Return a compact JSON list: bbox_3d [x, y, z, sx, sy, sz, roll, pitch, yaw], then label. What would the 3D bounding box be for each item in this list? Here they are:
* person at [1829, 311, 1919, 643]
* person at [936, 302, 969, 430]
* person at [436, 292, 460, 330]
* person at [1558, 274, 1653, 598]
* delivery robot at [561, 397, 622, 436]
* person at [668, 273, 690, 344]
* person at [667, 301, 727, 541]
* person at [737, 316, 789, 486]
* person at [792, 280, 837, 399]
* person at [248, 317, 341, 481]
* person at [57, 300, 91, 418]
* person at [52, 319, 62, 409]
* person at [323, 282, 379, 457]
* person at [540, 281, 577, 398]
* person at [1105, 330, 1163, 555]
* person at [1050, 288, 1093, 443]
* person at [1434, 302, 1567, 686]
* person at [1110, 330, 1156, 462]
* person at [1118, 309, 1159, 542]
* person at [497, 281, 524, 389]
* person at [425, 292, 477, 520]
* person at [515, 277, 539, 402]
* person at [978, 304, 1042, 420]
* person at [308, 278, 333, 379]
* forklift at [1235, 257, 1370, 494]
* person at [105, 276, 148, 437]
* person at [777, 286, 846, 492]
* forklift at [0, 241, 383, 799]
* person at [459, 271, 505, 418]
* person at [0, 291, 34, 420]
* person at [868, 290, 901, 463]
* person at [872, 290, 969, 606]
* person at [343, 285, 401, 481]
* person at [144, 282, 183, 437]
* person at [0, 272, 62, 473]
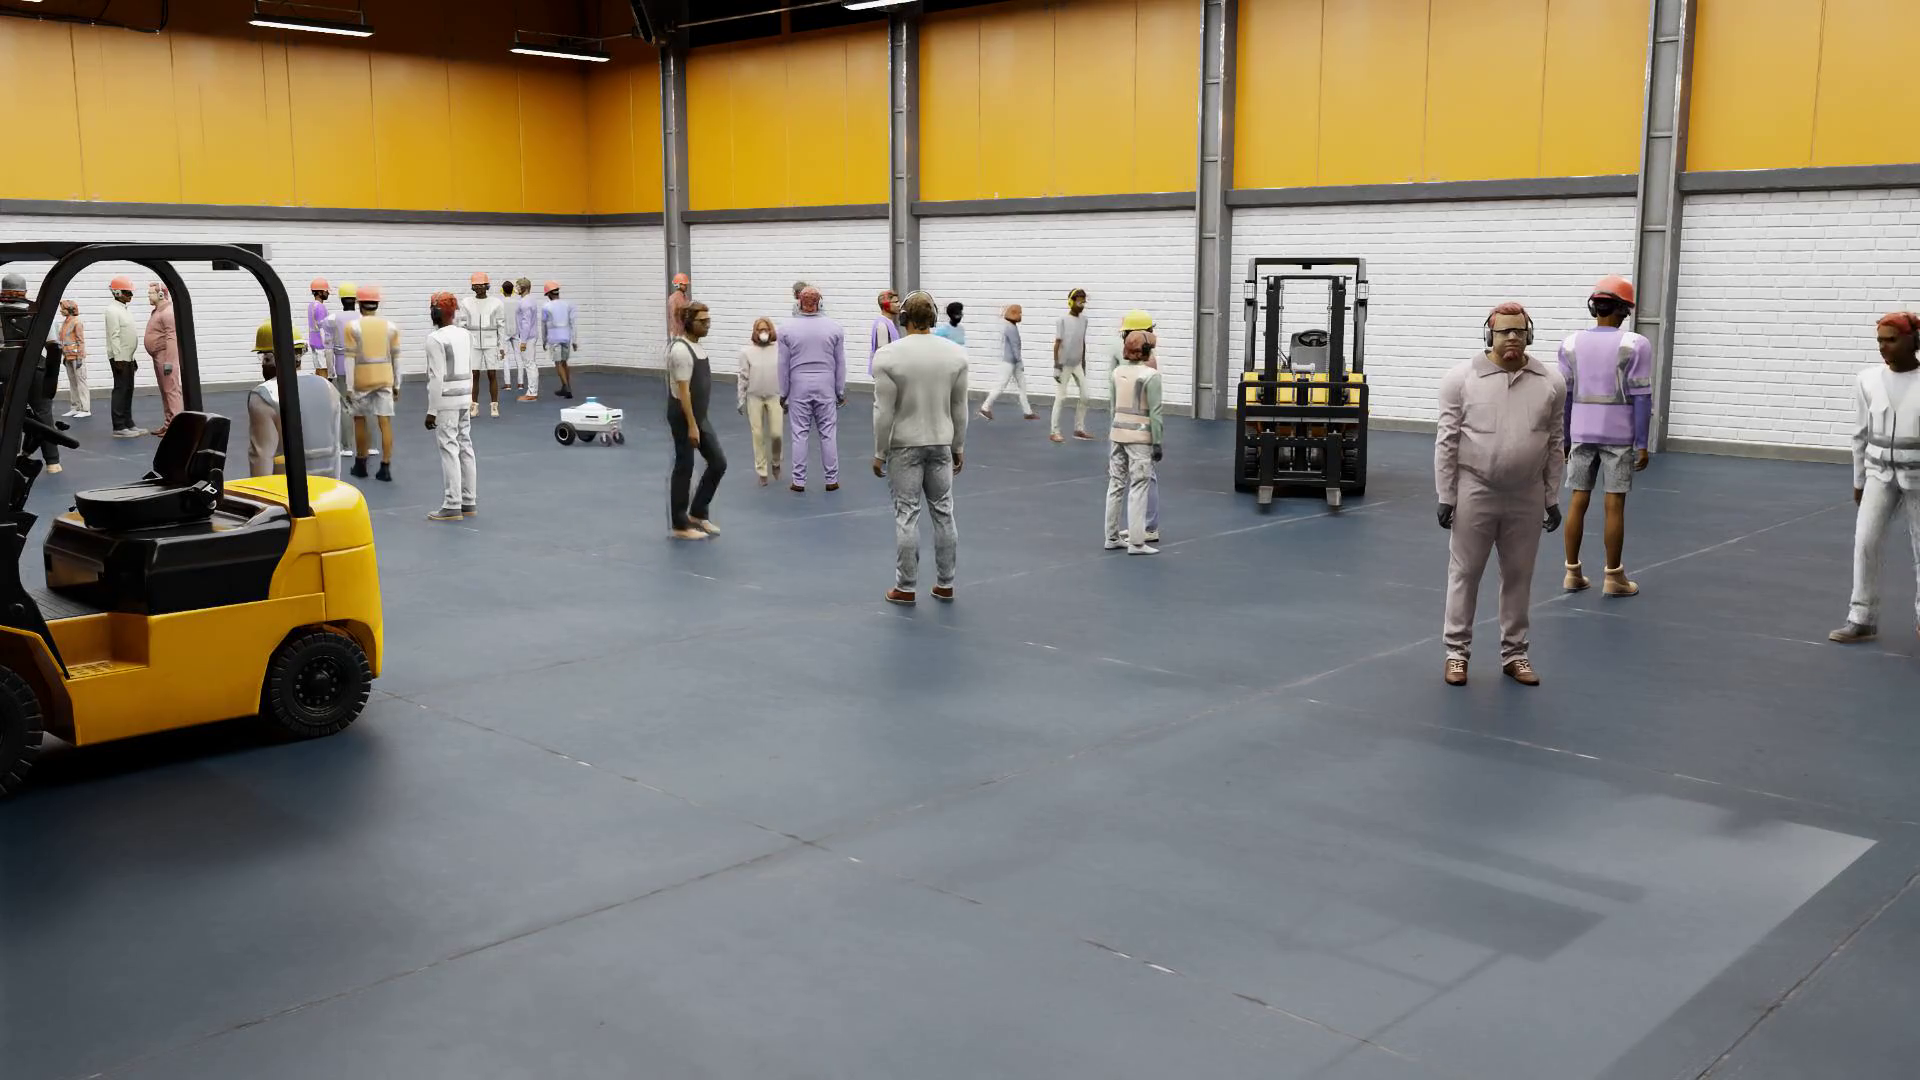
[{"bbox_3d":[5.222,-0.332,9.190,0.688,1.851,0.594,-7,11,-36],"label":"person"},{"bbox_3d":[-0.194,-2.255,21.479,0.637,1.660,0.541,9,13,43],"label":"person"},{"bbox_3d":[-8.356,-3.209,27.260,0.487,1.693,0.905,0,9,0],"label":"person"},{"bbox_3d":[4.076,-0.654,10.530,0.607,2.039,0.380,9,13,44],"label":"person"},{"bbox_3d":[-4.340,-1.440,19.599,0.707,0.478,0.477,4,10,22],"label":"delivery robot"},{"bbox_3d":[-4.781,-3.566,28.513,0.392,1.995,0.612,3,10,15],"label":"person"},{"bbox_3d":[-2.010,-0.890,12.615,0.491,1.828,0.502,2,10,15],"label":"person"},{"bbox_3d":[-1.873,-1.322,15.902,0.509,1.622,0.332,-1,9,-6],"label":"person"},{"bbox_3d":[-2.215,-2.906,24.737,0.721,1.912,0.660,3,10,20],"label":"person"},{"bbox_3d":[-3.481,-0.246,8.691,0.403,1.823,0.595,3,10,20],"label":"person"},{"bbox_3d":[-12.374,-2.526,23.220,0.514,1.642,0.311,7,12,38],"label":"person"},{"bbox_3d":[-13.366,-2.677,24.195,0.556,1.626,0.487,0,9,1],"label":"person"},{"bbox_3d":[-6.693,-1.876,18.351,0.587,1.930,0.363,-5,10,-26],"label":"person"},{"bbox_3d":[-6.434,-3.219,26.755,0.543,1.887,0.826,-8,12,-41],"label":"person"},{"bbox_3d":[1.267,-0.707,12.125,0.322,1.631,0.514,-6,11,-33],"label":"person"},{"bbox_3d":[1.322,-2.072,19.832,0.557,1.845,0.435,-6,11,-34],"label":"person"},{"bbox_3d":[2.689,-0.221,8.281,0.641,1.908,0.407,0,9,1],"label":"person"},{"bbox_3d":[1.773,-1.509,17.157,0.509,1.579,0.839,5,11,30],"label":"person"},{"bbox_3d":[1.352,-0.860,12.630,0.326,1.766,0.533,0,9,0],"label":"person"},{"bbox_3d":[-7.759,-3.525,28.650,0.526,1.869,0.315,-5,11,-30],"label":"person"},{"bbox_3d":[-4.222,-1.100,13.745,0.356,1.883,0.573,2,10,15],"label":"person"},{"bbox_3d":[-6.774,-3.128,26.004,0.372,1.940,0.630,-1,9,-8],"label":"person"},{"bbox_3d":[0.668,-2.430,22.801,0.852,1.599,0.495,1,9,7],"label":"person"},{"bbox_3d":[-9.199,-2.803,24.012,0.354,1.938,0.544,-7,11,-36],"label":"person"},{"bbox_3d":[3.309,-1.629,16.029,1.214,2.155,2.313,2,9,11],"label":"forklift"},{"bbox_3d":[-10.323,-2.260,20.559,0.403,1.986,0.608,-2,9,-11],"label":"person"},{"bbox_3d":[-1.382,-1.398,15.494,0.640,1.909,0.409,-2,9,-10],"label":"person"},{"bbox_3d":[-3.706,-0.171,7.093,1.214,2.155,2.313,9,13,43],"label":"forklift"},{"bbox_3d":[-6.621,-2.702,23.067,0.605,2.045,0.378,-1,9,-8],"label":"person"},{"bbox_3d":[-12.532,-2.428,22.060,0.539,1.826,0.656,2,9,10],"label":"person"},{"bbox_3d":[-0.789,-1.739,17.767,0.388,1.847,0.564,0,9,-1],"label":"person"},{"bbox_3d":[-0.250,-0.557,10.241,0.628,1.940,0.373,-4,10,-23],"label":"person"},{"bbox_3d":[-5.823,-1.551,16.413,0.579,1.904,0.831,-7,12,-36],"label":"person"},{"bbox_3d":[-9.864,-2.229,20.591,0.410,1.909,0.642,-7,12,-36],"label":"person"},{"bbox_3d":[-9.481,-1.676,16.789,0.683,2.000,0.536,-5,10,-27],"label":"person"}]
